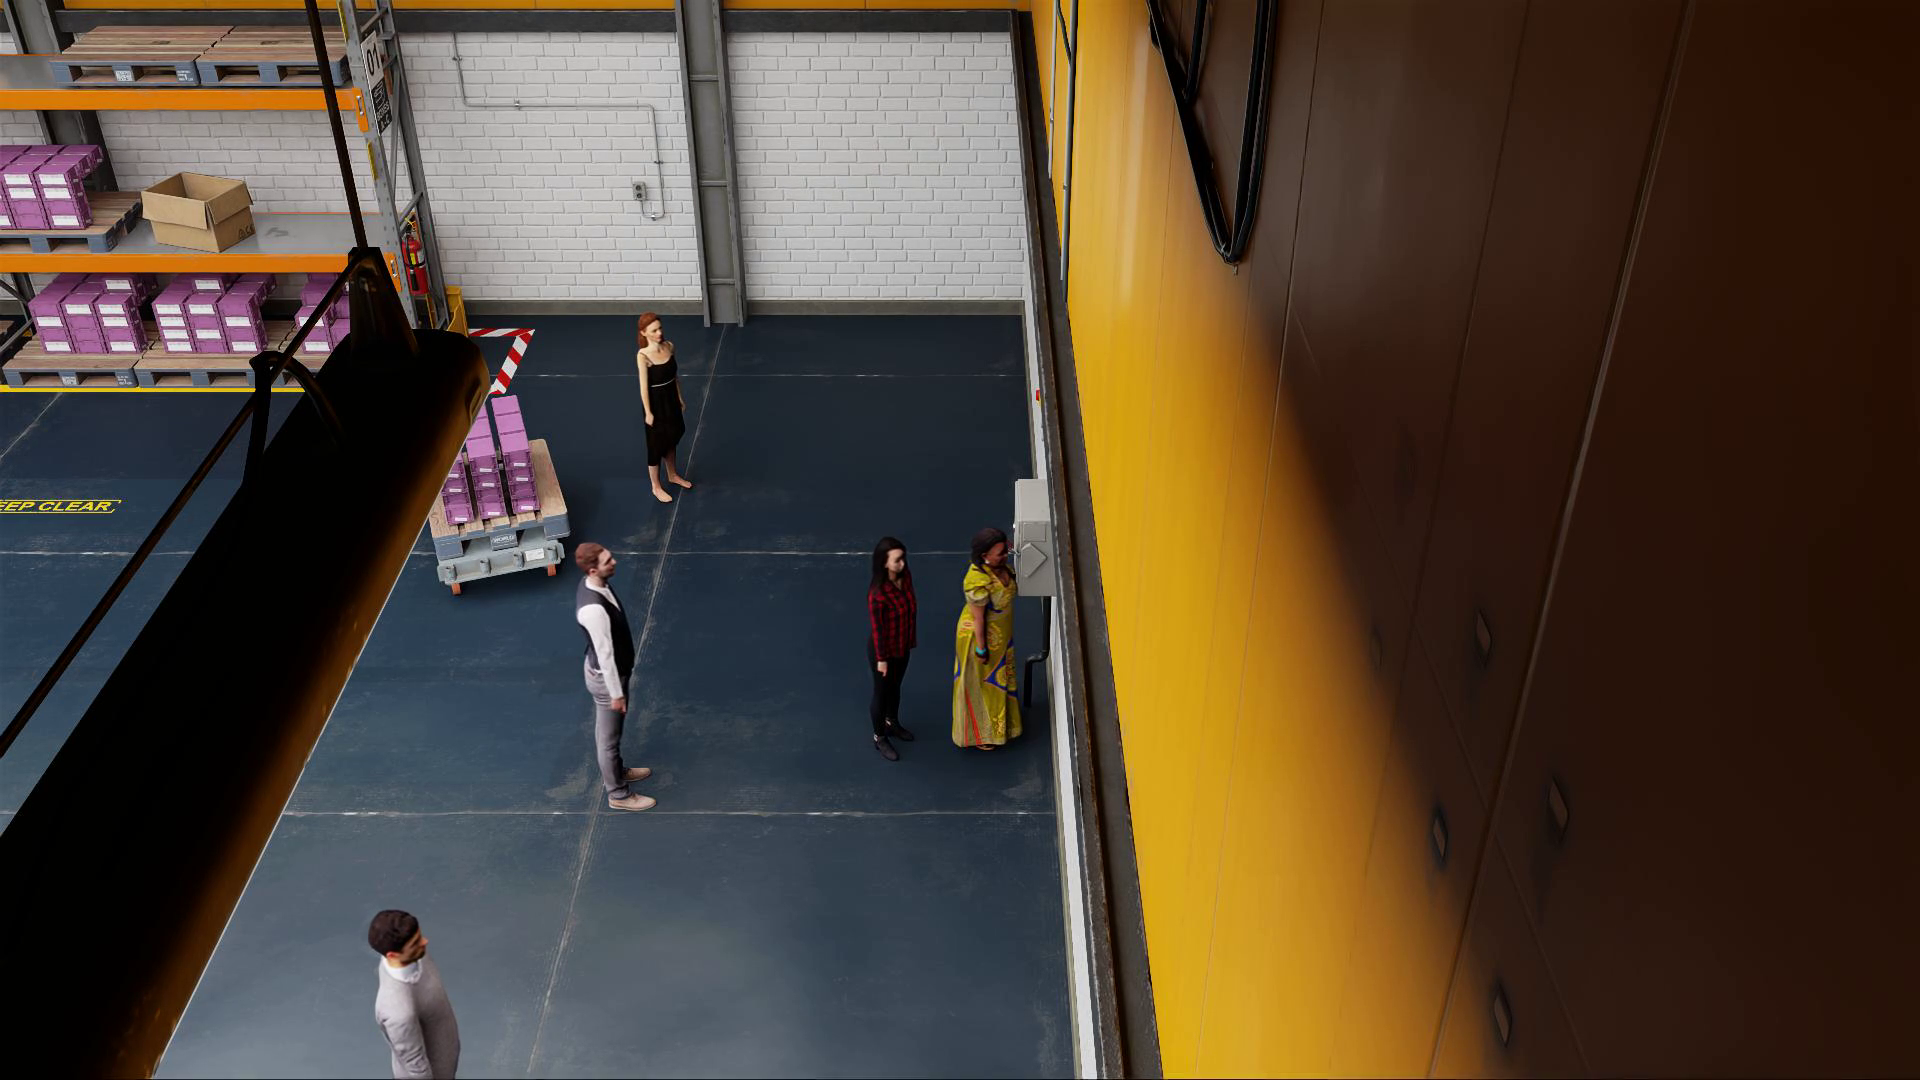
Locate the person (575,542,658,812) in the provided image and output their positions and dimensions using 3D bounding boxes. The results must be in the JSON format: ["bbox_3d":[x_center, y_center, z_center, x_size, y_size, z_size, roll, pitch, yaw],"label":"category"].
[{"bbox_3d":[-2.209,0.827,10.389,0.632,1.937,0.693,-6,34,-9],"label":"person"}]

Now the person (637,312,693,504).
[{"bbox_3d":[-2.447,-1.111,13.586,0.719,1.625,0.675,21,39,28],"label":"person"}]

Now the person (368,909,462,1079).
[{"bbox_3d":[-2.549,2.471,7.929,0.707,1.922,0.797,-8,34,-12],"label":"person"}]

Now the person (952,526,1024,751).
[{"bbox_3d":[0.174,0.614,10.961,0.879,1.659,0.932,8,34,12],"label":"person"}]

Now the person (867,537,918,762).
[{"bbox_3d":[-0.469,0.685,10.855,0.665,1.658,0.660,17,37,24],"label":"person"}]
